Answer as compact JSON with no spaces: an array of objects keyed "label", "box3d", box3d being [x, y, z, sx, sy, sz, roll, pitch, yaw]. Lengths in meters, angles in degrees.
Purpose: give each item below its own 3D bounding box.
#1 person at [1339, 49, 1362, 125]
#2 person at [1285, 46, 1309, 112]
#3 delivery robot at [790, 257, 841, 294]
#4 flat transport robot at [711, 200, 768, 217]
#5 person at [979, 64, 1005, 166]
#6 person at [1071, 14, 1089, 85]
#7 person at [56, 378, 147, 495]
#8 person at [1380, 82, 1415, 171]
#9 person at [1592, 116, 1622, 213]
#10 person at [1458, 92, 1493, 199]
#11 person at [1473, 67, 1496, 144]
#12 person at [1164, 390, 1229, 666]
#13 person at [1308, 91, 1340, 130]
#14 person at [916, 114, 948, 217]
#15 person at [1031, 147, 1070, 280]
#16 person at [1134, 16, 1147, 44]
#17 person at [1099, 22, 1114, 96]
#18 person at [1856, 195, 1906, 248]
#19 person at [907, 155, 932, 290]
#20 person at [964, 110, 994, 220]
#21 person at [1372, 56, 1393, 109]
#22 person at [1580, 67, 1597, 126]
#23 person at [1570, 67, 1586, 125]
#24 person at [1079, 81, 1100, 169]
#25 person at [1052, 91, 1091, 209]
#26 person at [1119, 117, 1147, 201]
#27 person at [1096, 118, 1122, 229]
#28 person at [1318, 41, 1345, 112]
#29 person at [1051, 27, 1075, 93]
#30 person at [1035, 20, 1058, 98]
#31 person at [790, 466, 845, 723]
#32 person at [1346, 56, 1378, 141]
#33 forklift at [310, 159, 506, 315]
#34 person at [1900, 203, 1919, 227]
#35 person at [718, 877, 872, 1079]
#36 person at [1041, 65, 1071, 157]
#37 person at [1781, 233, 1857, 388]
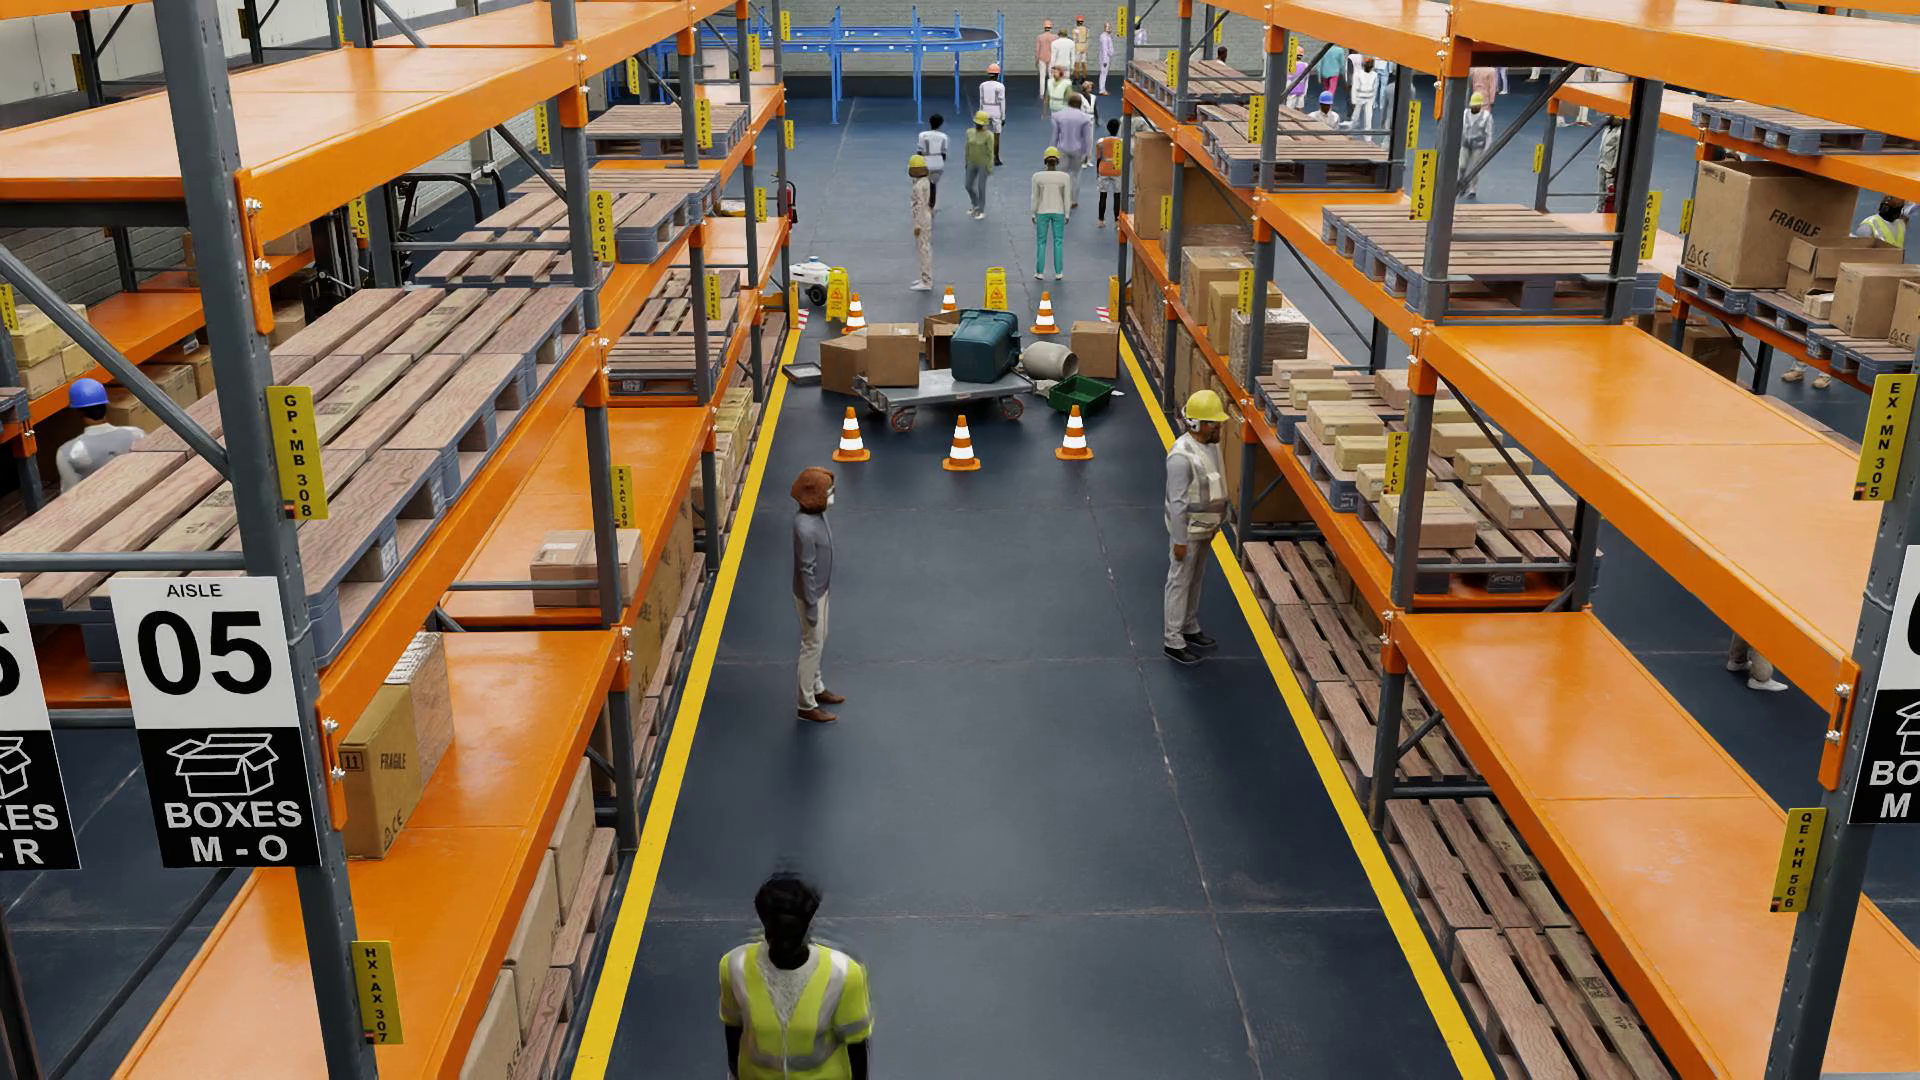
[{"label":"person","box3d":[9.075,-10.579,38.487,0.375,1.916,0.598,13,24,30]},{"label":"person","box3d":[7.345,-9.808,36.420,0.552,1.935,0.360,-8,22,-20]},{"label":"delivery robot","box3d":[-1.857,-3.360,21.172,0.707,0.478,0.477,14,25,33]},{"label":"flat transport robot","box3d":[-3.728,-5.311,26.854,0.652,0.197,1.431,-16,26,-35]},{"label":"person","box3d":[0.641,-8.270,32.372,0.545,1.929,0.387,11,23,27]},{"label":"person","box3d":[3.406,-13.982,47.453,0.544,1.939,0.355,-11,23,-27]},{"label":"person","box3d":[-5.449,-0.100,10.770,0.533,1.937,0.621,15,25,34]},{"label":"person","box3d":[8.350,-8.024,31.760,0.675,1.914,0.463,17,26,37]},{"label":"person","box3d":[10.421,-6.053,26.762,0.282,1.746,0.493,-5,21,-12]},{"label":"person","box3d":[8.784,-6.762,28.553,0.654,1.805,0.463,13,24,31]},{"label":"person","box3d":[11.169,-9.401,35.390,0.408,1.908,0.641,-9,22,-22]},{"label":"person","box3d":[1.549,-0.099,10.904,0.404,1.834,0.592,12,24,28]},{"label":"person","box3d":[5.937,-6.383,27.357,0.615,1.943,0.407,-5,21,-12]},{"label":"person","box3d":[-0.460,-6.015,26.771,0.553,1.661,0.389,-11,23,-27]},{"label":"person","box3d":[1.214,-4.384,22.340,0.527,1.759,0.344,0,21,0]},{"label":"person","box3d":[4.989,-13.767,46.901,0.381,1.924,0.594,-16,26,-35]},{"label":"person","box3d":[3.938,-12.944,44.774,0.398,1.900,0.636,2,21,5]},{"label":"person","box3d":[10.053,-2.876,18.242,0.623,1.839,0.429,-9,23,-23]},{"label":"person","box3d":[-0.521,-4.151,21.764,0.374,1.734,0.519,3,21,8]},{"label":"person","box3d":[0.299,-6.025,26.688,0.572,1.742,0.455,11,24,28]},{"label":"person","box3d":[10.599,-11.824,41.793,0.397,1.911,0.587,-18,27,-40]},{"label":"person","box3d":[14.538,-10.512,38.377,0.314,1.869,0.535,0,21,0]},{"label":"person","box3d":[14.456,-10.475,38.624,0.288,1.626,0.508,13,24,31]},{"label":"person","box3d":[2.430,-8.031,32.153,0.370,1.627,0.521,19,28,41]},{"label":"person","box3d":[1.832,-6.432,27.537,0.674,1.920,0.543,5,21,14]},{"label":"person","box3d":[2.958,-6.682,28.452,0.491,1.730,0.324,6,22,16]},{"label":"person","box3d":[2.368,-5.706,25.926,0.531,1.689,0.322,6,21,15]},{"label":"person","box3d":[9.000,-11.314,40.382,0.620,1.960,0.962,13,24,30]},{"label":"person","box3d":[2.598,-12.003,42.222,0.635,1.937,0.352,-6,22,-15]},{"label":"person","box3d":[2.299,-12.721,44.042,0.625,1.992,0.388,-2,21,-5]},{"label":"person","box3d":[-0.874,0.324,10.078,0.287,1.623,0.507,1,21,3]},{"label":"person","box3d":[8.501,-9.265,35.125,0.585,1.852,0.953,-4,21,-9]},{"label":"forklift","box3d":[-5.622,-2.910,17.832,2.313,2.155,1.214,-1,21,-1]},{"label":"person","box3d":[15.195,-5.641,25.868,0.504,1.605,0.757,-16,26,-37]},{"label":"person","box3d":[-0.577,1.922,5.793,0.546,1.651,0.866,1,21,3]},{"label":"person","box3d":[1.913,-8.578,33.337,0.612,1.823,0.592,-17,27,-38]},{"label":"person","box3d":[8.991,-2.518,17.287,0.429,1.844,0.627,-13,25,-31]}]
